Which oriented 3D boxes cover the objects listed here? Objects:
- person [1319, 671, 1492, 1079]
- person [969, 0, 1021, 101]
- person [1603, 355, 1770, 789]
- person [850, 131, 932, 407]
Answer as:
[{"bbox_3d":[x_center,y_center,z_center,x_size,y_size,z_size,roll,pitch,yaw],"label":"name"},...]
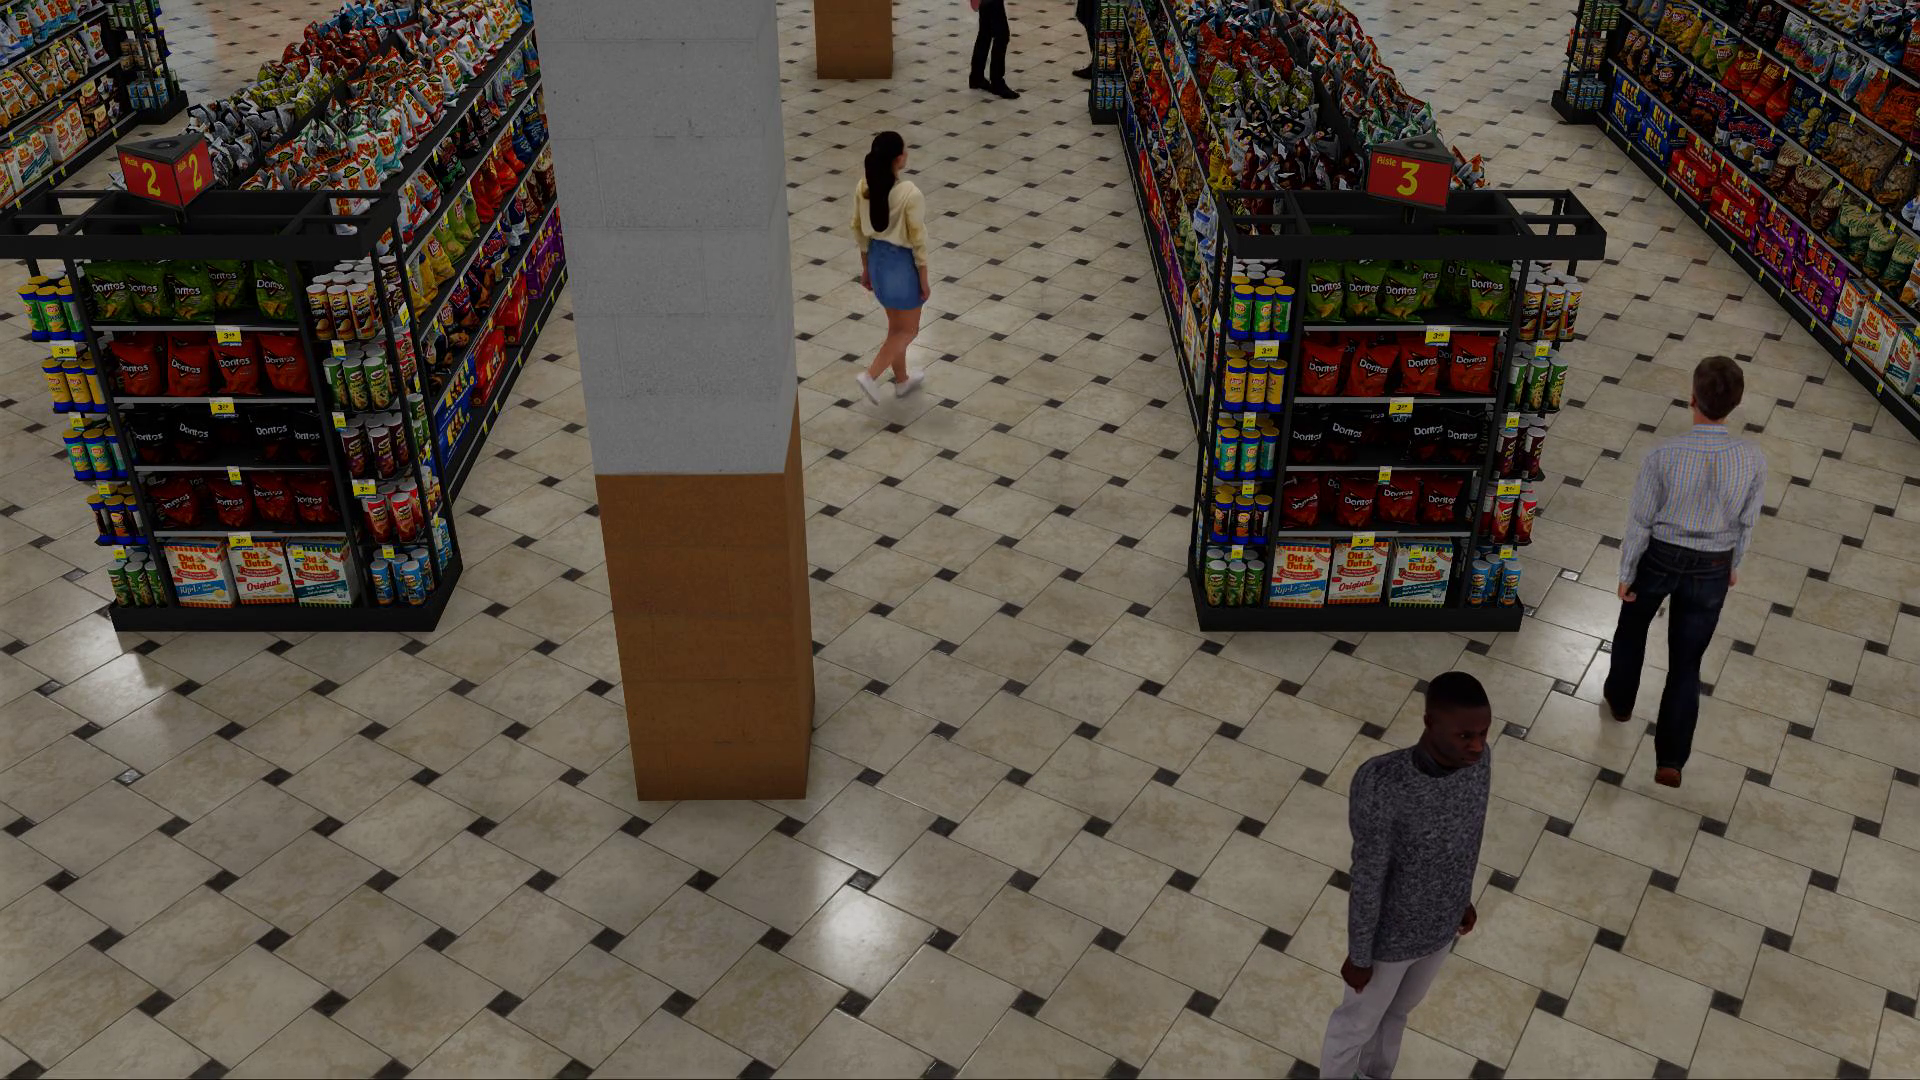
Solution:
[{"bbox_3d":[1.336,1.147,5.041,0.759,1.838,0.766,-20,37,-29],"label":"person"},{"bbox_3d":[0.192,-4.880,14.748,0.920,1.816,0.831,9,33,14],"label":"person"},{"bbox_3d":[2.908,0.157,6.675,0.875,1.791,1.217,9,33,14],"label":"person"},{"bbox_3d":[-0.414,-1.502,9.504,0.930,1.620,1.035,20,37,29],"label":"person"}]
